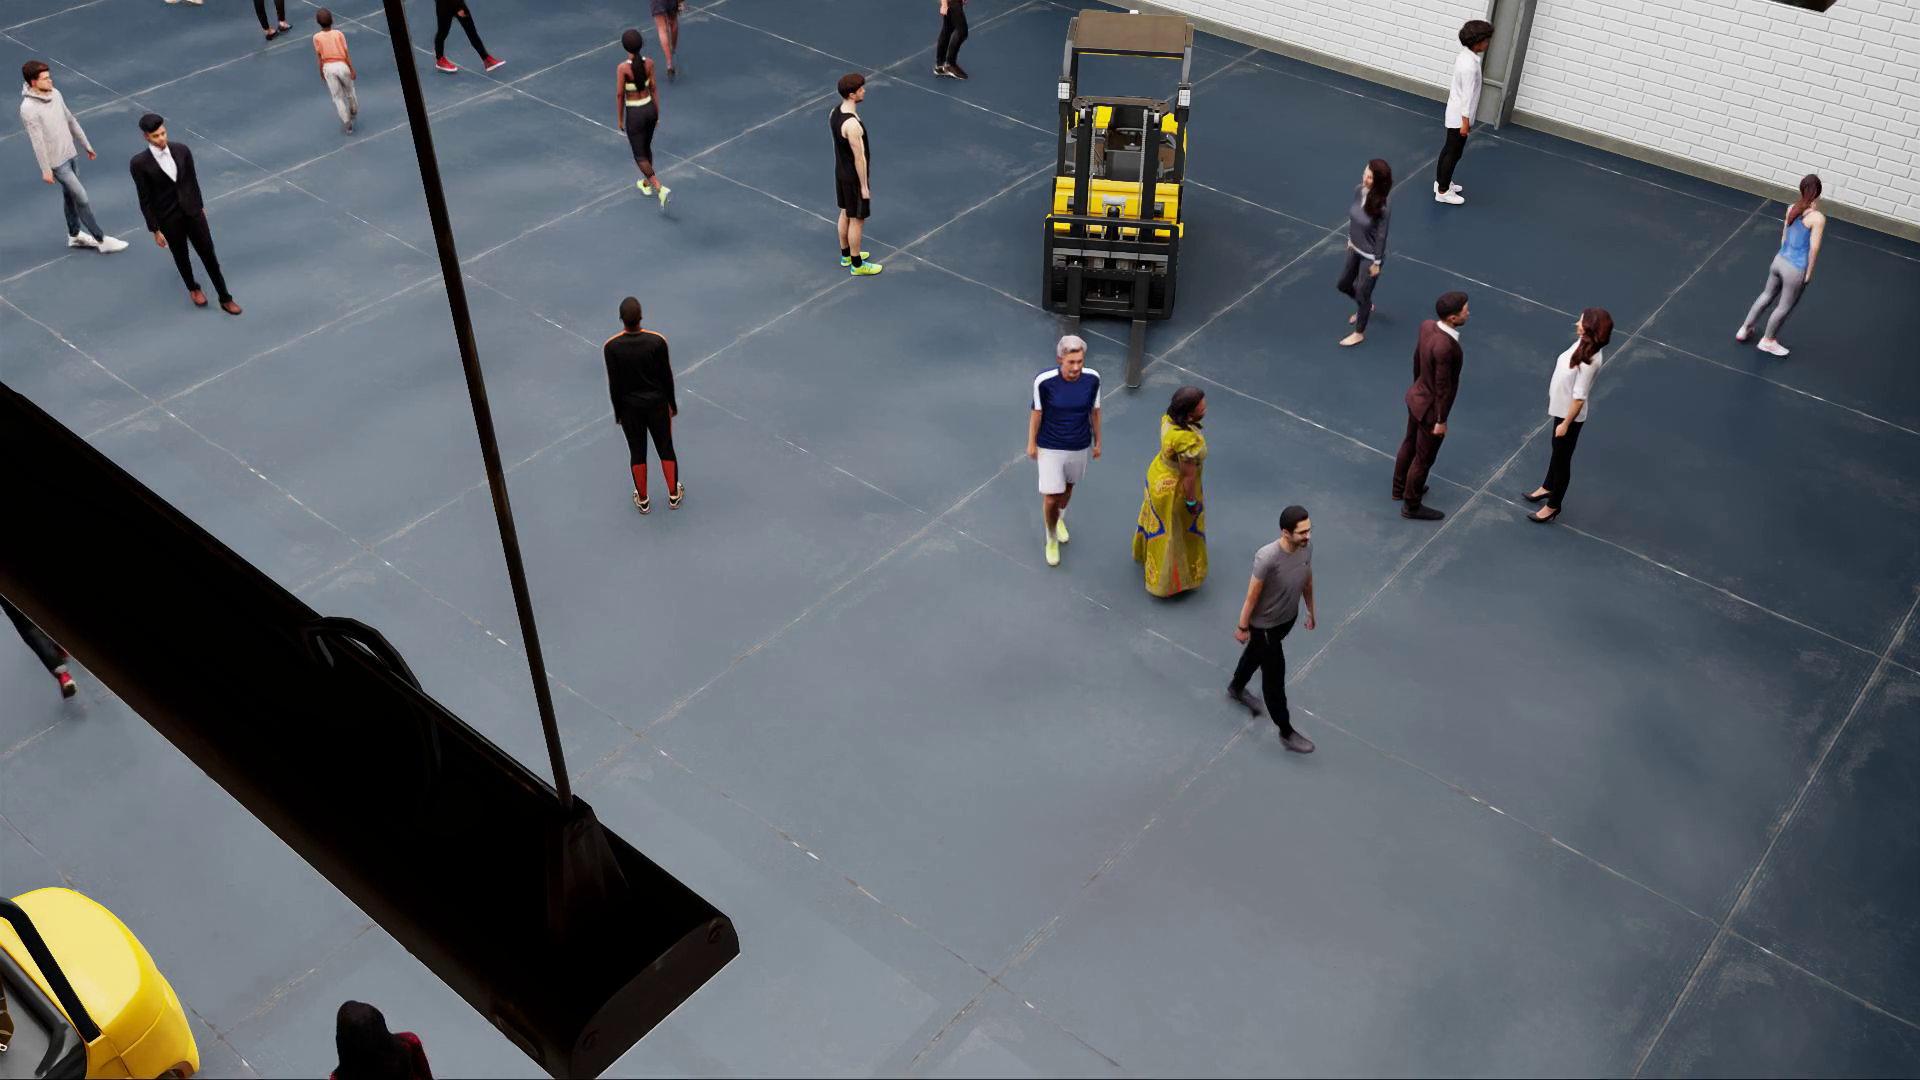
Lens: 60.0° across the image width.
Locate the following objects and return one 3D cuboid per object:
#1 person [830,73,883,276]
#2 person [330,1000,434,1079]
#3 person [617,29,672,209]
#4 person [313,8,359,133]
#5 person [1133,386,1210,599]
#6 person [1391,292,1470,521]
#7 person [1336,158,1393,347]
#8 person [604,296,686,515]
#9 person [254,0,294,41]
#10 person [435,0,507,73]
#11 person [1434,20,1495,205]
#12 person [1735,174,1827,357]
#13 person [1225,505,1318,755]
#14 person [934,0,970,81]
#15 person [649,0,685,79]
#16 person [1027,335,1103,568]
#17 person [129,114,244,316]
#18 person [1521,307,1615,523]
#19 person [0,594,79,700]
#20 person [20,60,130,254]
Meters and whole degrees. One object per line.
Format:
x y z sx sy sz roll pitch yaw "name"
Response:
-0.975 -3.315 15.081 0.827 1.890 0.665 -17 42 -20 "person"
-2.544 2.756 7.702 0.759 1.613 1.122 -26 45 -29 "person"
-3.056 -4.050 16.130 0.741 1.729 1.088 -24 44 -27 "person"
-6.600 -4.951 17.611 0.761 1.288 0.896 -11 40 -14 "person"
1.489 -0.359 11.569 1.070 1.654 1.009 -4 39 -5 "person"
3.445 -1.000 12.202 0.833 1.866 0.771 -3 39 -4 "person"
3.500 -2.462 14.123 0.840 1.753 0.811 -16 41 -19 "person"
-2.322 -0.992 12.238 0.697 1.808 0.728 -8 39 -10 "person"
-8.251 -6.692 19.455 0.725 1.708 0.787 1 39 1 "person"
-5.799 -5.994 18.643 1.183 1.631 0.852 11 40 14 "person"
4.899 -4.190 16.242 0.731 1.809 0.724 6 39 8 "person"
7.035 -2.291 14.044 0.788 1.584 0.710 3 39 4 "person"
1.906 0.454 10.496 0.731 1.722 1.057 -30 48 -32 "person"
-0.185 -6.061 18.560 0.820 1.839 0.797 9 40 12 "person"
-3.318 -5.995 18.633 0.995 1.645 1.133 -8 39 -10 "person"
0.716 -0.742 11.918 0.882 1.816 0.955 -9 39 -11 "person"
-6.887 -2.872 14.559 0.809 1.849 1.023 -28 46 -30 "person"
4.460 -0.917 12.154 0.682 1.795 0.680 6 39 8 "person"
-6.043 0.263 10.727 0.689 1.732 1.096 -32 48 -33 "person"
-8.412 -3.538 15.405 1.066 1.835 0.981 3 39 3 "person"
